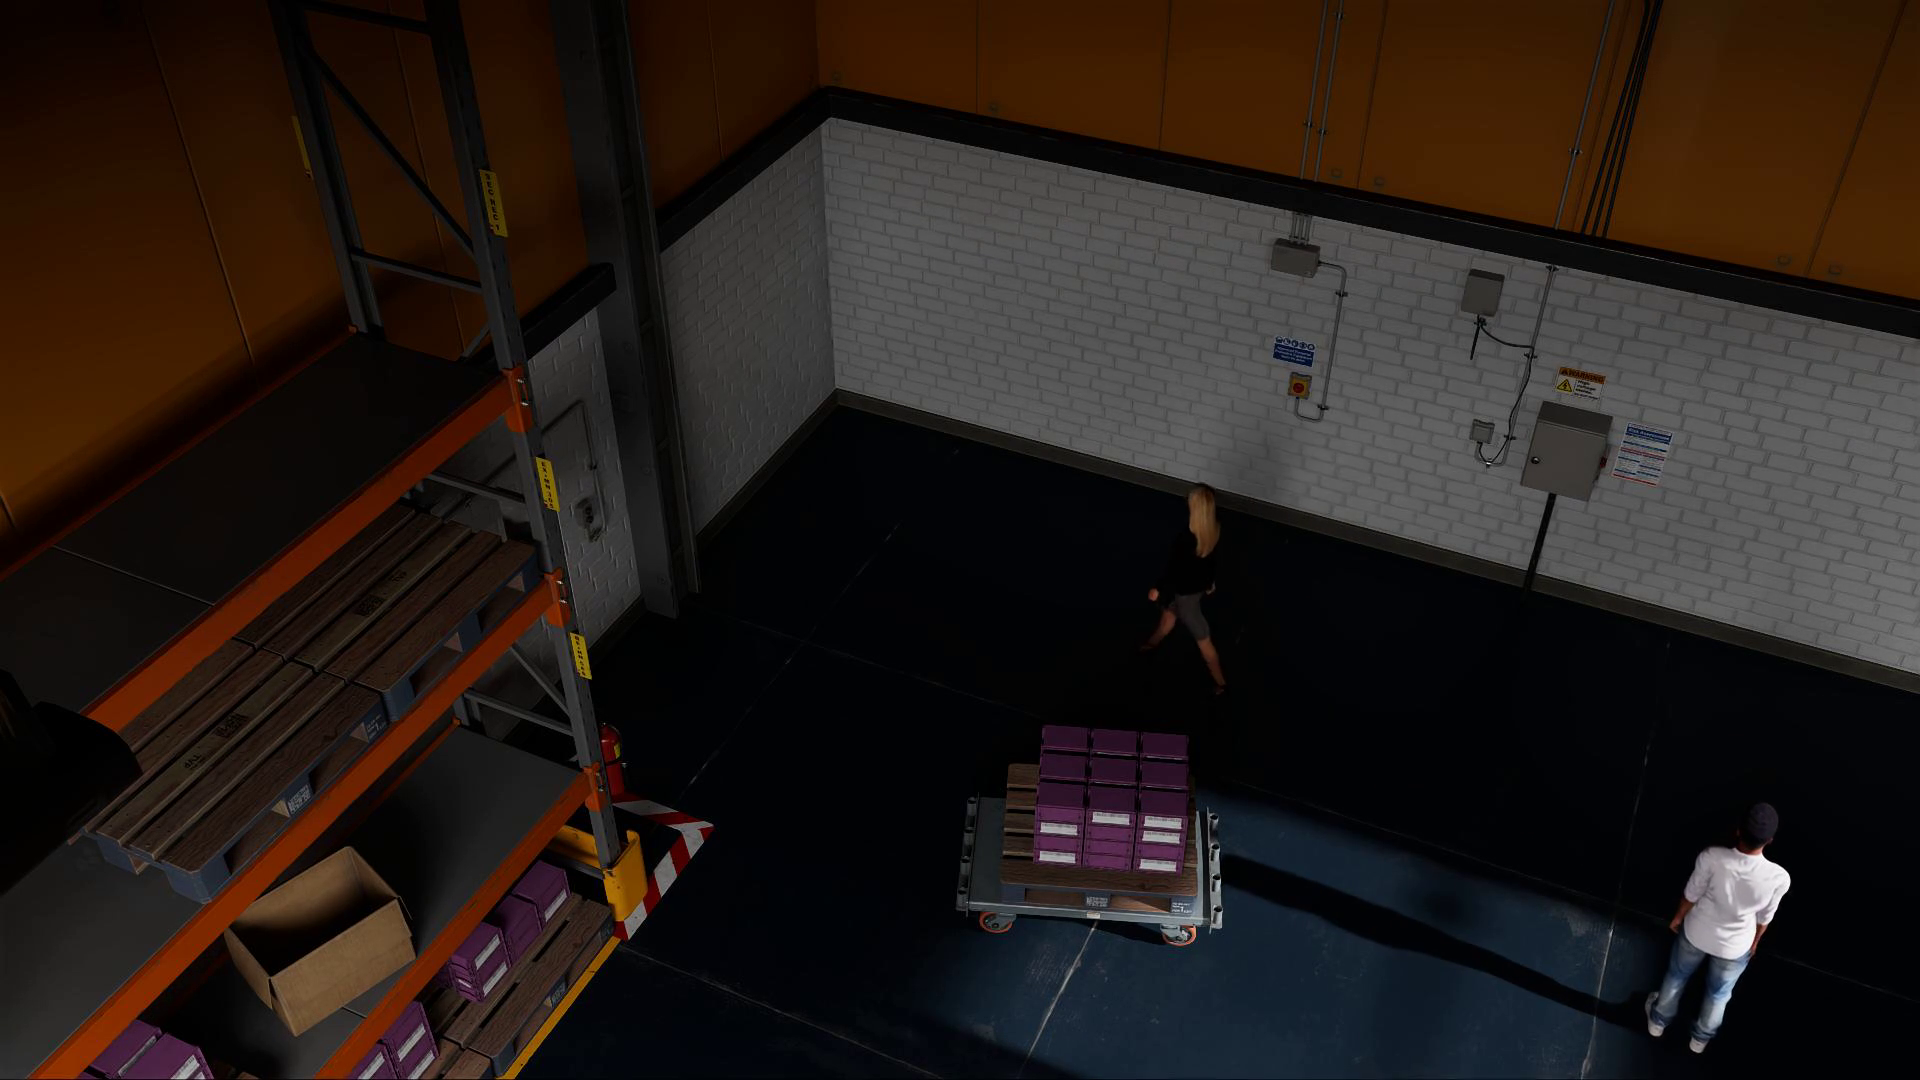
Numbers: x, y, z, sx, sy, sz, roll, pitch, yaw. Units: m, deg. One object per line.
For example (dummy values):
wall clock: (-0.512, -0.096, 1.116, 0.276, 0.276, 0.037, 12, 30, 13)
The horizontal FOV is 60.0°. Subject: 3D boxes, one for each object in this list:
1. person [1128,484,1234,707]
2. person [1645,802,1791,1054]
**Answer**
person: (1.699, 0.439, 11.713, 0.803, 1.785, 1.132, 24, 45, 27)
person: (4.318, 2.221, 9.471, 0.639, 1.798, 0.582, 19, 42, 22)
